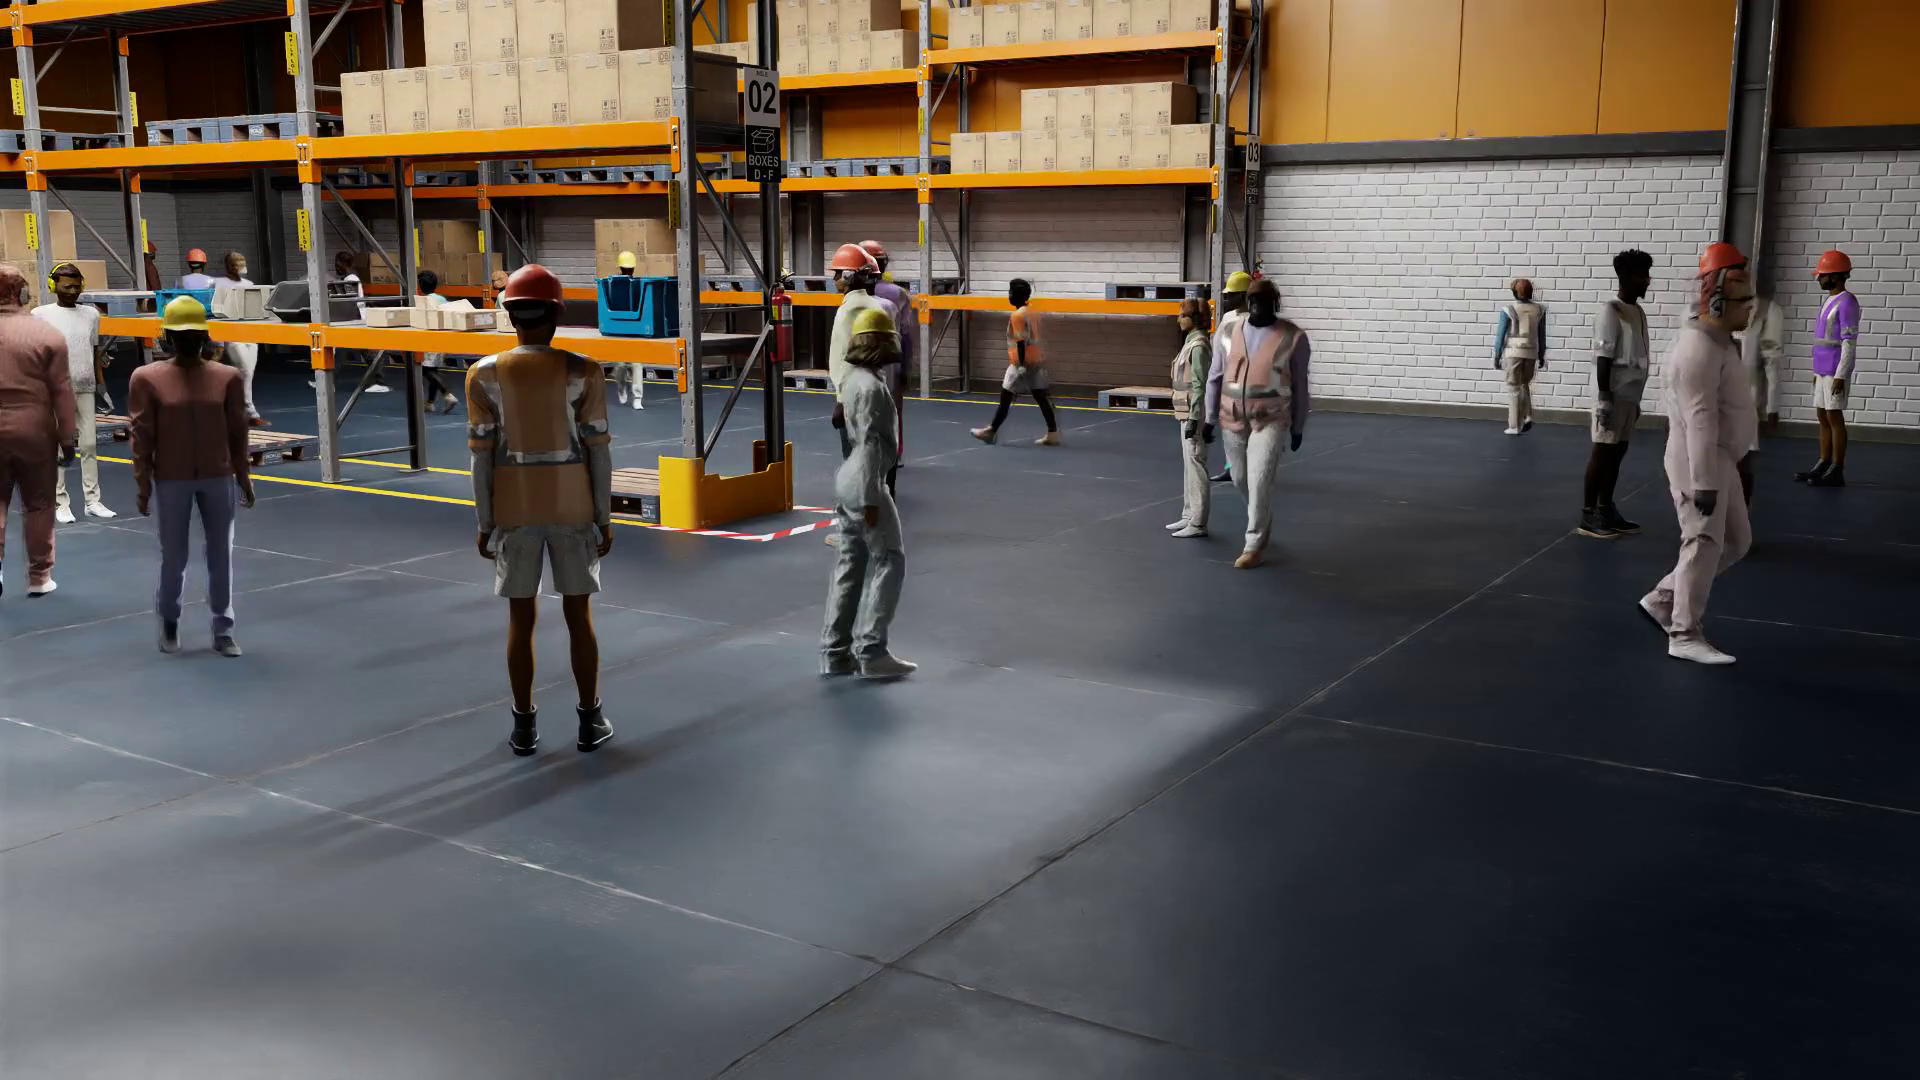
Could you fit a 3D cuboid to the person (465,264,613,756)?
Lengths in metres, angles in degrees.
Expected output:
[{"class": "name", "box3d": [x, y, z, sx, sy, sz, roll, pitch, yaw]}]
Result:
[{"class": "person", "box3d": [-1.639, -0.110, 6.553, 0.543, 1.928, 0.373, -2, 10, -9]}]

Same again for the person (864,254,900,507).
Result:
[{"class": "person", "box3d": [-0.674, -1.121, 12.143, 0.376, 1.934, 0.546, 7, 12, 33]}]

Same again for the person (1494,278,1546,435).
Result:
[{"class": "person", "box3d": [5.804, -1.898, 17.272, 0.545, 1.622, 0.378, -2, 10, -11]}]

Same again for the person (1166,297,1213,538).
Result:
[{"class": "person", "box3d": [1.593, -0.836, 11.374, 0.307, 1.641, 0.513, 0, 10, 1]}]

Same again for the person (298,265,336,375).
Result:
[{"class": "person", "box3d": [-9.632, -3.383, 24.958, 0.595, 1.828, 0.403, -8, 13, -38]}]

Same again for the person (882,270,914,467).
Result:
[{"class": "person", "box3d": [-0.677, -1.520, 14.815, 0.527, 1.767, 0.331, 0, 10, 2]}]

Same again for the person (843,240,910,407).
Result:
[{"class": "person", "box3d": [-0.678, -1.392, 13.401, 0.655, 2.017, 0.547, -7, 12, -35]}]

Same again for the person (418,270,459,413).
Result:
[{"class": "person", "box3d": [-6.125, -2.300, 19.377, 0.667, 1.684, 0.541, 3, 11, 18]}]

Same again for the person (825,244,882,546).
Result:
[{"class": "person", "box3d": [-0.699, -0.956, 11.056, 0.381, 1.994, 0.614, 3, 11, 14]}]

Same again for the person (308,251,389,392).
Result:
[{"class": "person", "box3d": [-8.099, -2.865, 21.980, 1.021, 1.864, 0.615, -4, 11, -23]}]

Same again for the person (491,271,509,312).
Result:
[{"class": "person", "box3d": [-5.972, -2.714, 21.831, 0.288, 1.626, 0.497, -1, 10, -8]}]

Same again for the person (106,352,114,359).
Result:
[{"class": "person", "box3d": [-14.654, -3.860, 28.147, 0.497, 1.634, 0.279, 2, 10, 10]}]

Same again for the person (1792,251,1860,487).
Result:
[{"class": "person", "box3d": [7.156, -1.403, 13.703, 0.375, 1.932, 0.549, 2, 10, 9]}]

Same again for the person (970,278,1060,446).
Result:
[{"class": "person", "box3d": [0.578, -1.744, 16.365, 0.906, 1.639, 0.551, 4, 11, 20]}]

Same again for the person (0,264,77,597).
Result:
[{"class": "person", "box3d": [-5.290, -0.584, 9.278, 0.669, 1.888, 0.599, -3, 11, -18]}]

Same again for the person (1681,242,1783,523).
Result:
[{"class": "person", "box3d": [4.918, -0.898, 10.687, 0.650, 2.008, 0.585, 7, 13, 36]}]

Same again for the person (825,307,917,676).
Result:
[{"class": "person", "box3d": [-0.438, -0.220, 7.767, 0.477, 1.708, 0.519, -3, 11, -16]}]

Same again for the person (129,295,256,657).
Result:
[{"class": "person", "box3d": [-3.735, -0.305, 8.091, 0.549, 1.760, 0.487, -8, 13, -37]}]

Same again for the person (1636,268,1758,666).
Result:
[{"class": "person", "box3d": [3.579, -0.340, 7.927, 0.433, 1.888, 0.665, 6, 12, 29]}]

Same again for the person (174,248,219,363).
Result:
[{"class": "person", "box3d": [-9.583, -2.706, 20.975, 0.544, 1.921, 0.405, -3, 11, -15]}]

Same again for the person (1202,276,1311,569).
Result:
[{"class": "person", "box3d": [1.900, -0.769, 10.558, 0.626, 1.808, 0.907, 6, 12, 31]}]

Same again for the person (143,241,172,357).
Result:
[{"class": "person", "box3d": [-14.005, -4.161, 28.806, 0.619, 1.997, 0.373, 10, 14, 43]}]

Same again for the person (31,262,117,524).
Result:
[{"class": "person", "box3d": [-6.390, -1.061, 12.001, 0.327, 1.865, 0.520, 7, 13, 35]}]

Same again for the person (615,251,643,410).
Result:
[{"class": "person", "box3d": [-4.013, -2.540, 20.103, 0.598, 1.900, 0.832, -3, 11, -18]}]

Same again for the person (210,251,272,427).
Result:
[{"class": "person", "box3d": [-7.935, -2.187, 18.135, 0.841, 1.918, 0.635, 3, 11, 16]}]

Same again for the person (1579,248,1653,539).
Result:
[{"class": "person", "box3d": [4.502, -0.997, 11.360, 0.361, 1.963, 0.612, 9, 13, 40]}]

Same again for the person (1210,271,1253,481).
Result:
[{"class": "person", "box3d": [2.312, -1.329, 13.764, 0.321, 1.765, 0.533, -6, 12, -31]}]
